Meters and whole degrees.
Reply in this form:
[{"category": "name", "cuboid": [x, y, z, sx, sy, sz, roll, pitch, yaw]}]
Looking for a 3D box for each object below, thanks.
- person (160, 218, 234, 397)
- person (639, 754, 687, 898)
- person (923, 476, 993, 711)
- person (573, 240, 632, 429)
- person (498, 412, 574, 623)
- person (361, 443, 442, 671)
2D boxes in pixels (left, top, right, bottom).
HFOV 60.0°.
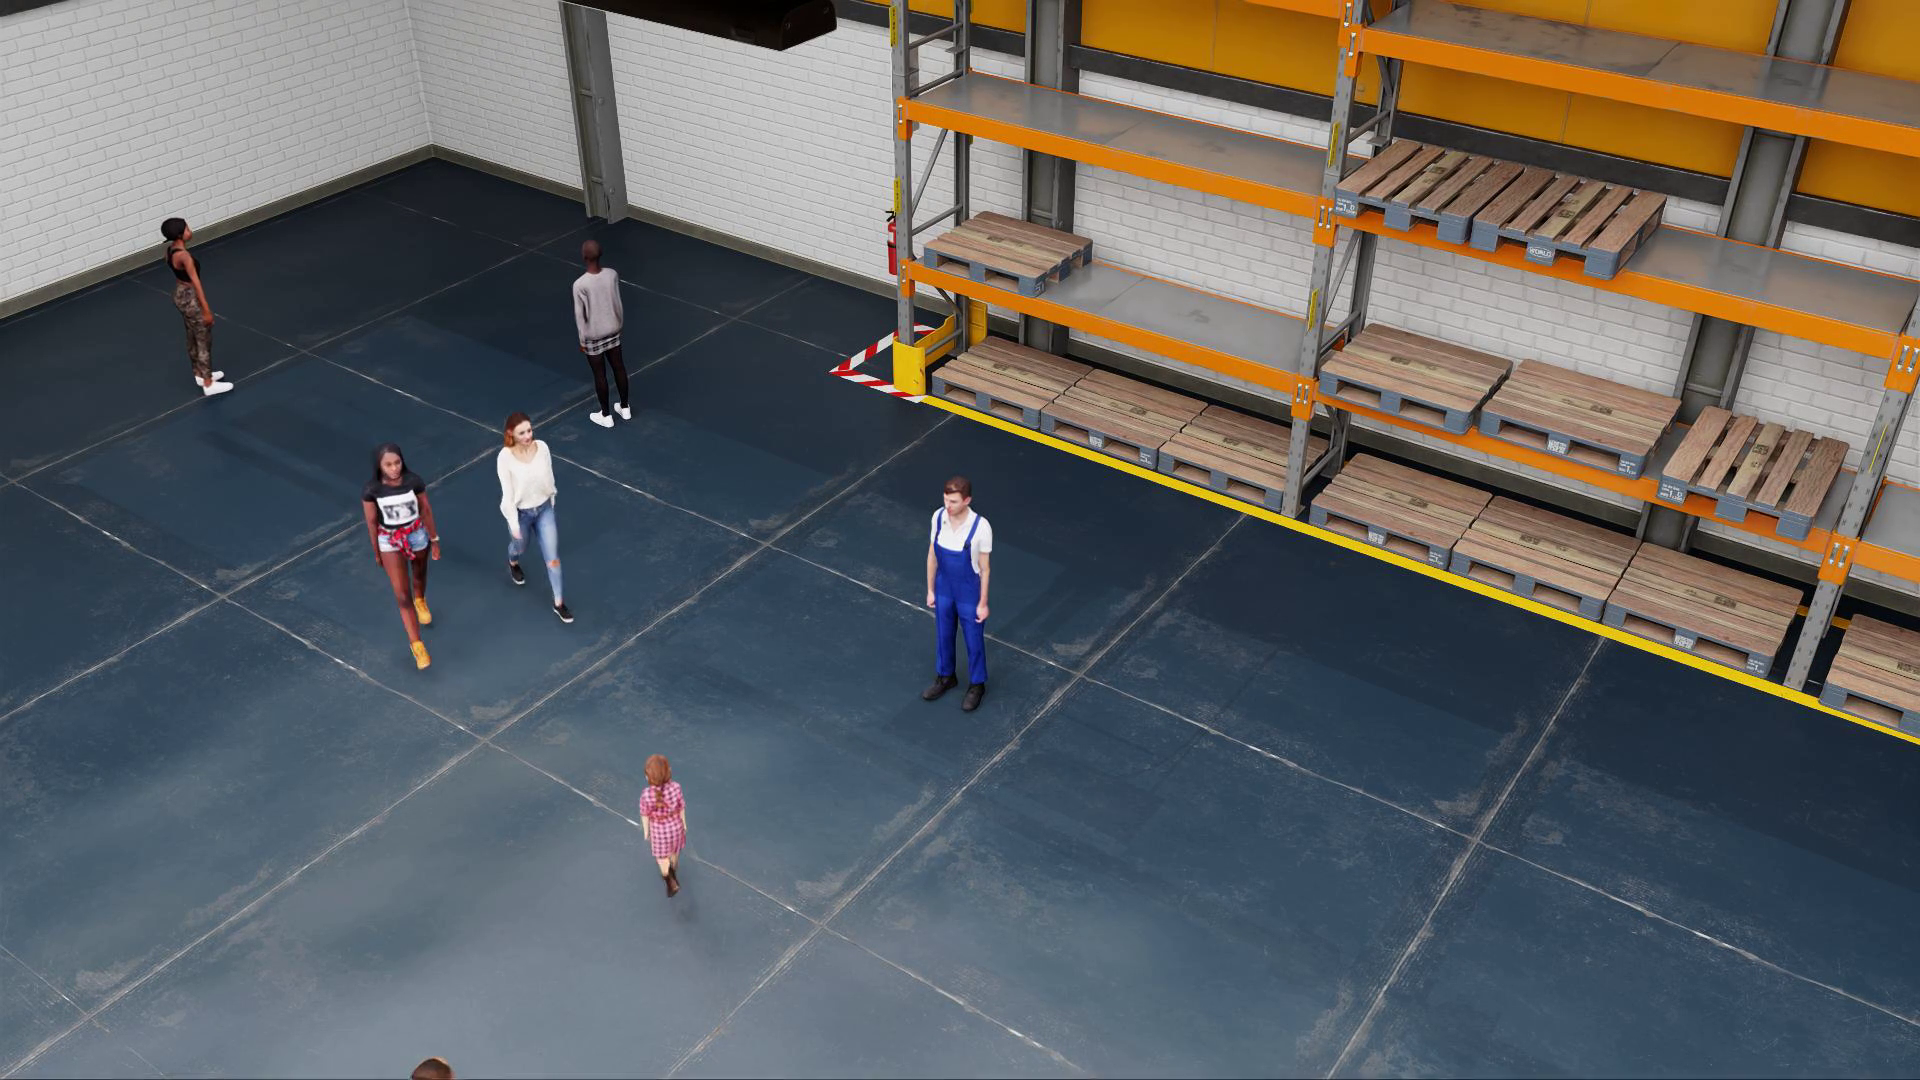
[{"category": "person", "cuboid": [-7.106, -2.173, 15.389, 0.674, 1.694, 0.541, -26, 41, -33]}, {"category": "person", "cuboid": [-1.788, 1.745, 10.108, 0.604, 1.014, 0.701, -12, 35, -17]}, {"category": "person", "cuboid": [0.005, 0.343, 11.464, 0.541, 1.849, 0.717, 16, 37, 23]}, {"category": "person", "cuboid": [-3.187, -1.847, 14.829, 0.653, 1.772, 0.599, -28, 43, -35]}, {"category": "person", "cuboid": [-3.274, -0.216, 12.479, 0.878, 1.656, 1.185, -20, 39, -27]}, {"category": "person", "cuboid": [-4.048, 0.018, 12.116, 0.982, 1.668, 1.273, -16, 37, -22]}]
